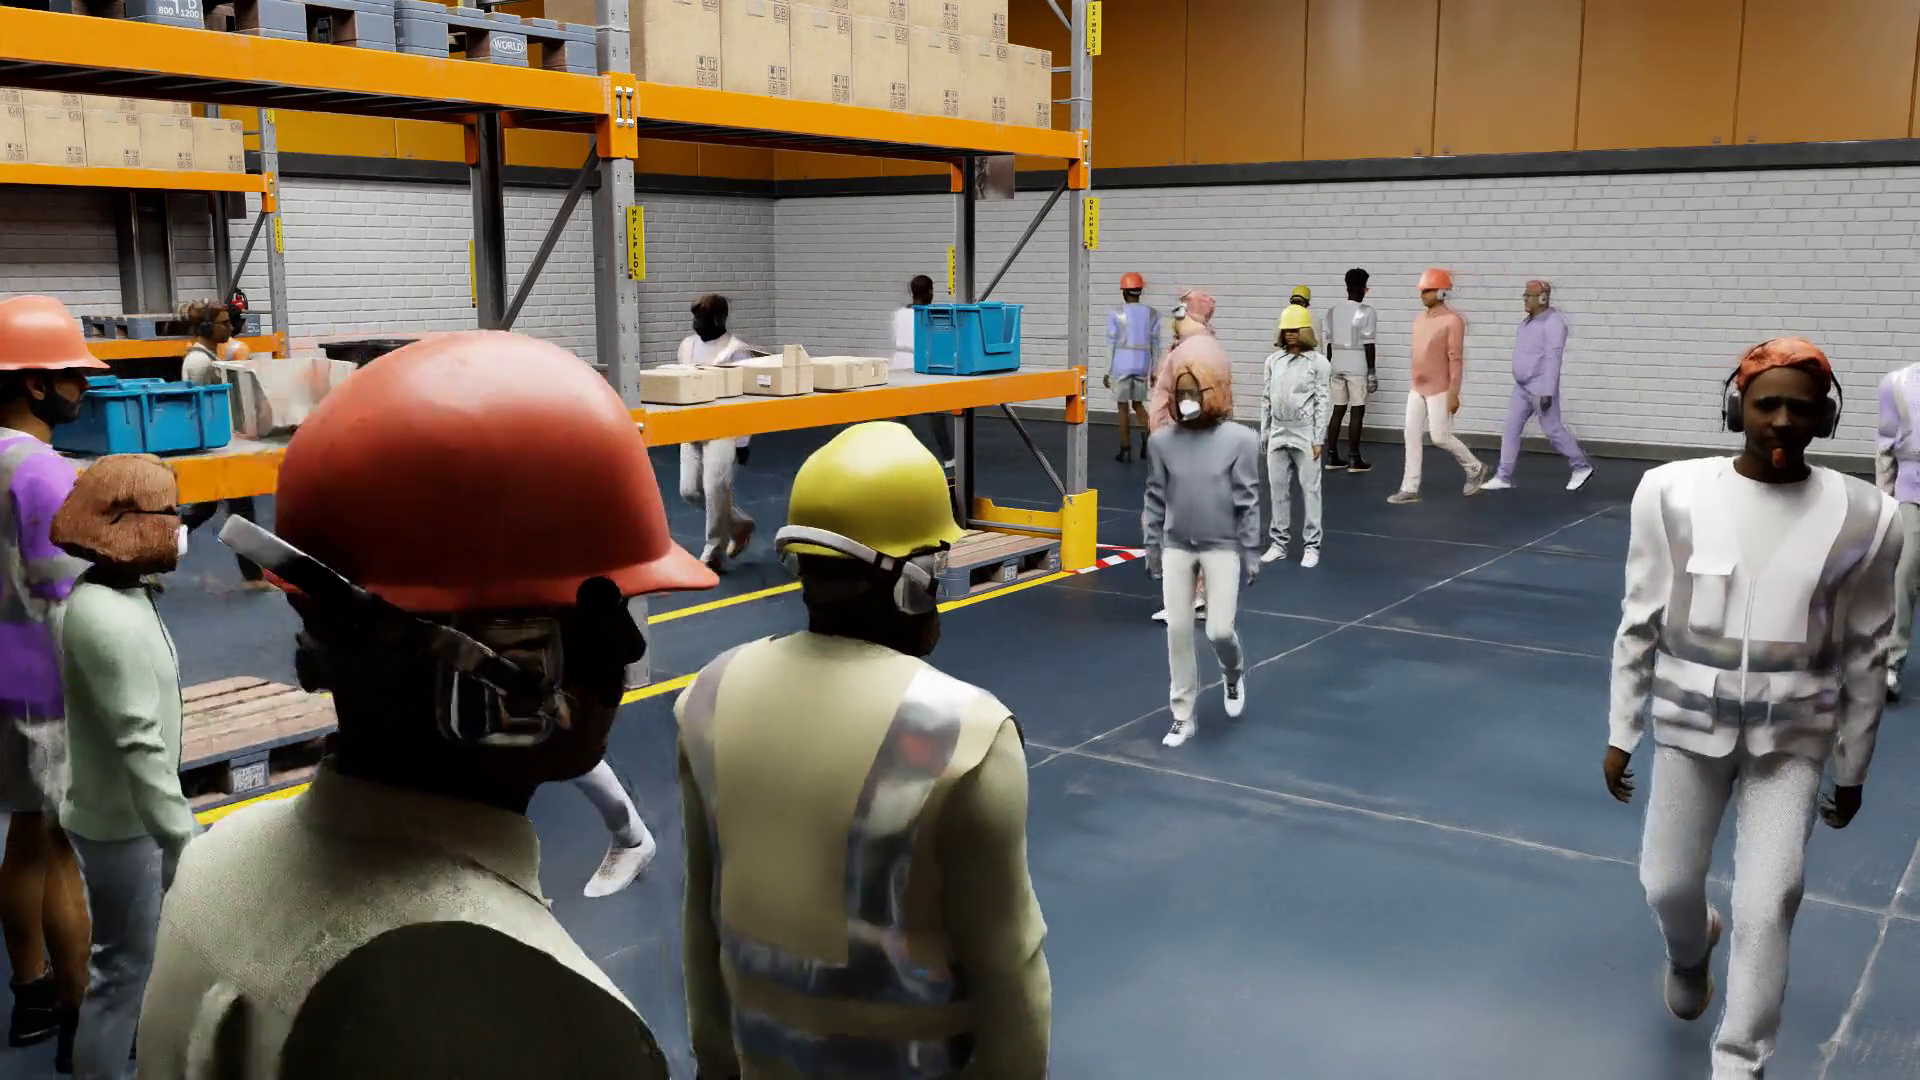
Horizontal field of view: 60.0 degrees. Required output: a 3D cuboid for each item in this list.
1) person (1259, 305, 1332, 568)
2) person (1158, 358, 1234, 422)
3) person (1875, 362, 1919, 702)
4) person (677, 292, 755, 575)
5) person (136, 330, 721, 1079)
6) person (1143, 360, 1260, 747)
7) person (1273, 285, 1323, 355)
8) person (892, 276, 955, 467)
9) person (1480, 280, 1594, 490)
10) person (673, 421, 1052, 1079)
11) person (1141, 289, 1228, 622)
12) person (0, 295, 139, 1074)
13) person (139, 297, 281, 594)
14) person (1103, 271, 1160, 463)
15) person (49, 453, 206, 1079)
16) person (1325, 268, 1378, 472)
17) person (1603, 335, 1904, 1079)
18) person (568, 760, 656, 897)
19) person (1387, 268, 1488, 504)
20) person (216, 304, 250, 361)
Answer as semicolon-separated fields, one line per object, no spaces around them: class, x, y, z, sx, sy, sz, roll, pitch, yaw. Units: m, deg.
person;2.208;-0.688;11.043;0.485;1.736;0.332;8;12;40
person;1.550;-0.622;10.742;0.569;1.705;0.844;-3;10;-15
person;4.492;-0.184;7.630;0.595;1.875;0.992;7;12;35
person;-1.564;-0.682;10.727;0.640;1.830;0.609;8;13;40
person;-0.330;0.832;1.297;0.618;1.974;0.587;8;13;41
person;1.028;0.048;6.998;0.525;1.618;0.448;5;11;27
person;3.638;-1.853;17.891;0.533;1.767;0.327;4;10;22
person;-0.336;-1.610;16.141;0.949;1.876;0.595;-8;13;-41
person;5.140;-1.356;14.654;0.969;1.870;0.653;-2;10;-10
person;-0.176;0.743;2.321;0.606;1.811;0.824;8;12;39
person;1.260;-0.461;9.332;0.414;1.869;0.751;4;10;24
person;-2.273;0.363;4.183;0.546;1.938;0.361;8;12;38
person;-4.589;-0.551;10.021;0.889;1.816;0.514;-4;10;-22
person;1.715;-1.719;16.647;0.552;1.924;0.445;-3;10;-18
person;-1.722;0.612;3.638;0.577;1.615;0.524;-4;10;-22
person;3.773;-1.637;16.038;0.365;1.958;0.608;-6;11;-32
person;1.841;0.447;3.910;0.585;1.865;0.759;5;11;27
person;-1.282;0.290;5.010;0.532;1.819;0.951;6;11;30
person;4.012;-1.280;13.882;0.822;1.972;0.622;-4;10;-21
person;-6.310;-1.201;14.338;0.539;1.656;0.862;7;12;35
